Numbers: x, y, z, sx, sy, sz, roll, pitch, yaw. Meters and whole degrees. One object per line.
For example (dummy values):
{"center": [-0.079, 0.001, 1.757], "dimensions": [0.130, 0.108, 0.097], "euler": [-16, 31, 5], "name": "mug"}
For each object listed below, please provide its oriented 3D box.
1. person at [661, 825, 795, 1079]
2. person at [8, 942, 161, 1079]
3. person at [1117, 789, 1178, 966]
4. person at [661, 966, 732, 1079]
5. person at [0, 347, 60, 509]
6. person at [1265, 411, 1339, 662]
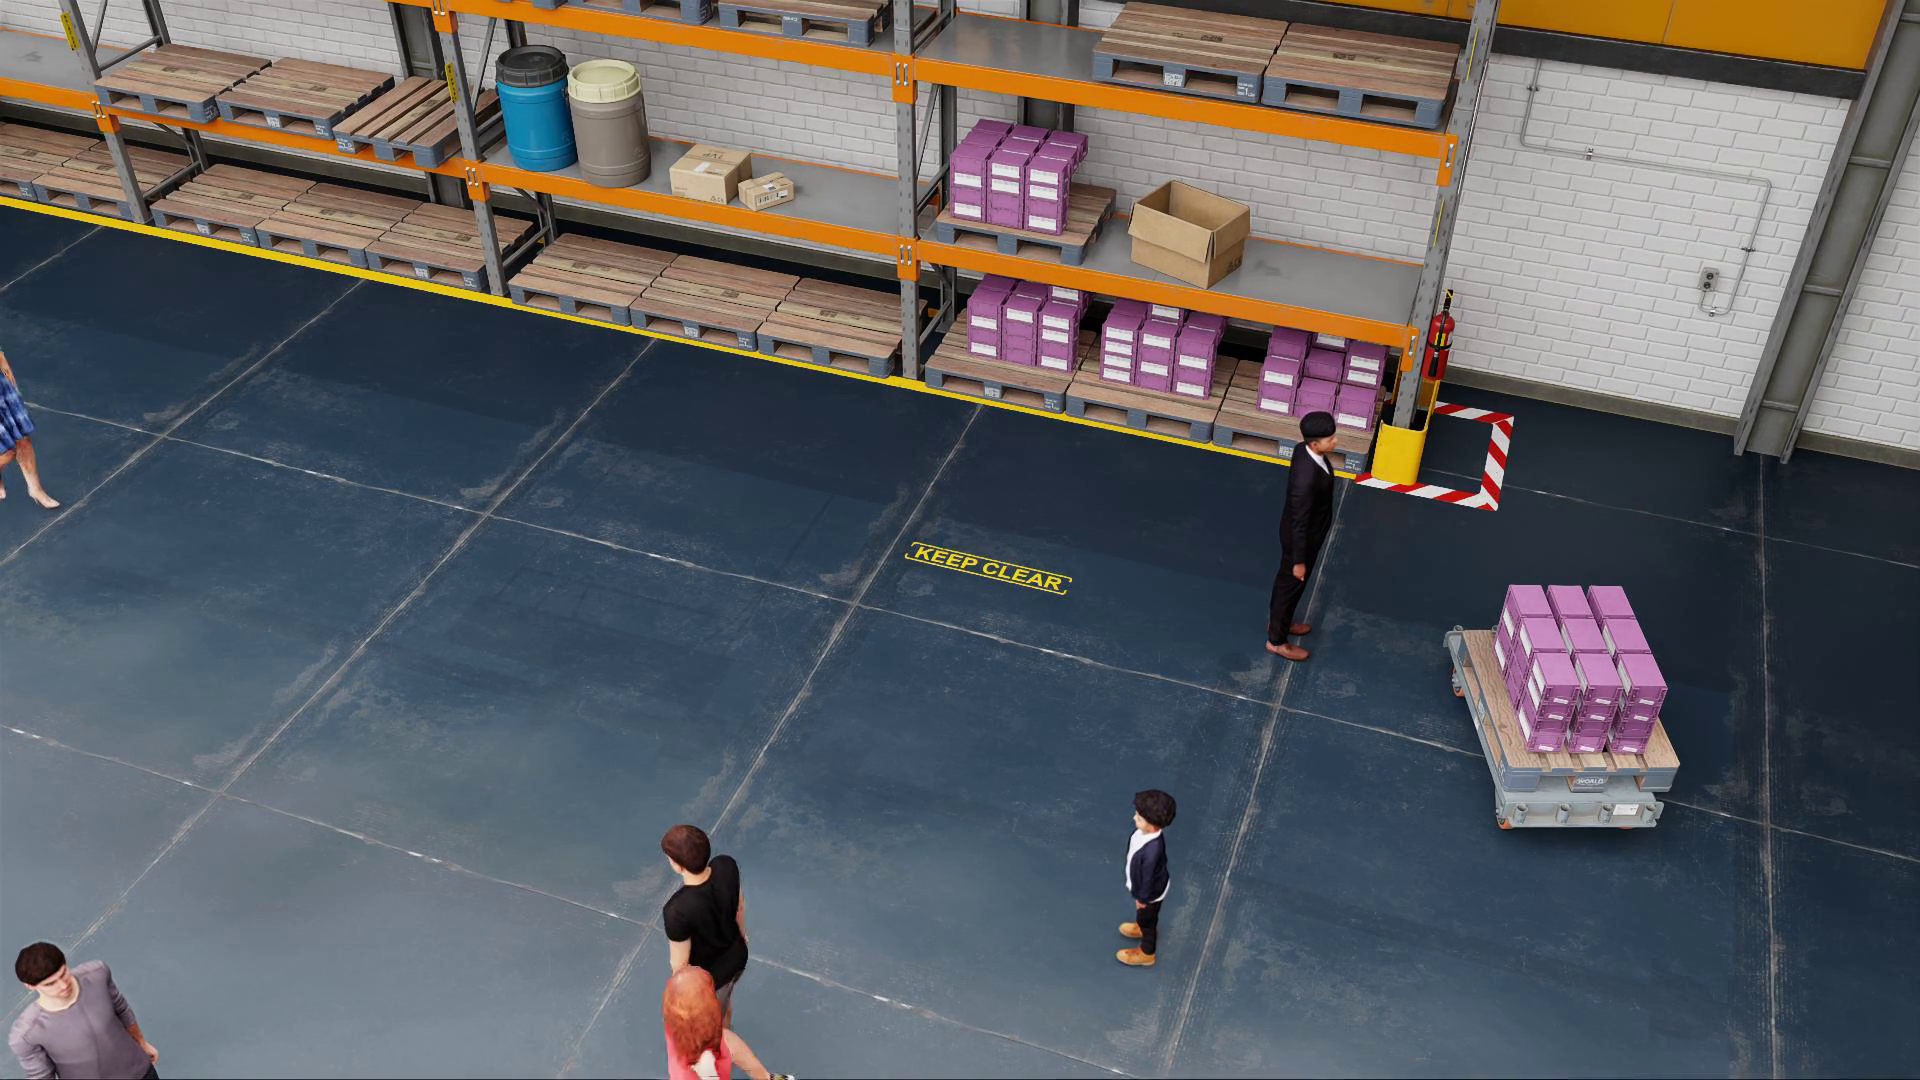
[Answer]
{"center": [-1.149, 2.114, 8.129], "dimensions": [1.122, 1.840, 0.817], "euler": [21, 43, 25], "name": "person"}
{"center": [-3.950, 2.476, 7.665], "dimensions": [0.549, 1.853, 0.683], "euler": [16, 41, 19], "name": "person"}
{"center": [1.022, 1.814, 8.999], "dimensions": [0.541, 1.223, 0.547], "euler": [3, 39, 3], "name": "person"}
{"center": [-1.251, 2.609, 7.532], "dimensions": [0.861, 1.811, 0.803], "euler": [-14, 41, -17], "name": "person"}
{"center": [-7.034, -0.950, 12.002], "dimensions": [0.757, 1.794, 0.658], "euler": [13, 41, 16], "name": "person"}
{"center": [2.204, -0.047, 10.800], "dimensions": [0.598, 1.884, 0.733], "euler": [7, 39, 9], "name": "person"}
